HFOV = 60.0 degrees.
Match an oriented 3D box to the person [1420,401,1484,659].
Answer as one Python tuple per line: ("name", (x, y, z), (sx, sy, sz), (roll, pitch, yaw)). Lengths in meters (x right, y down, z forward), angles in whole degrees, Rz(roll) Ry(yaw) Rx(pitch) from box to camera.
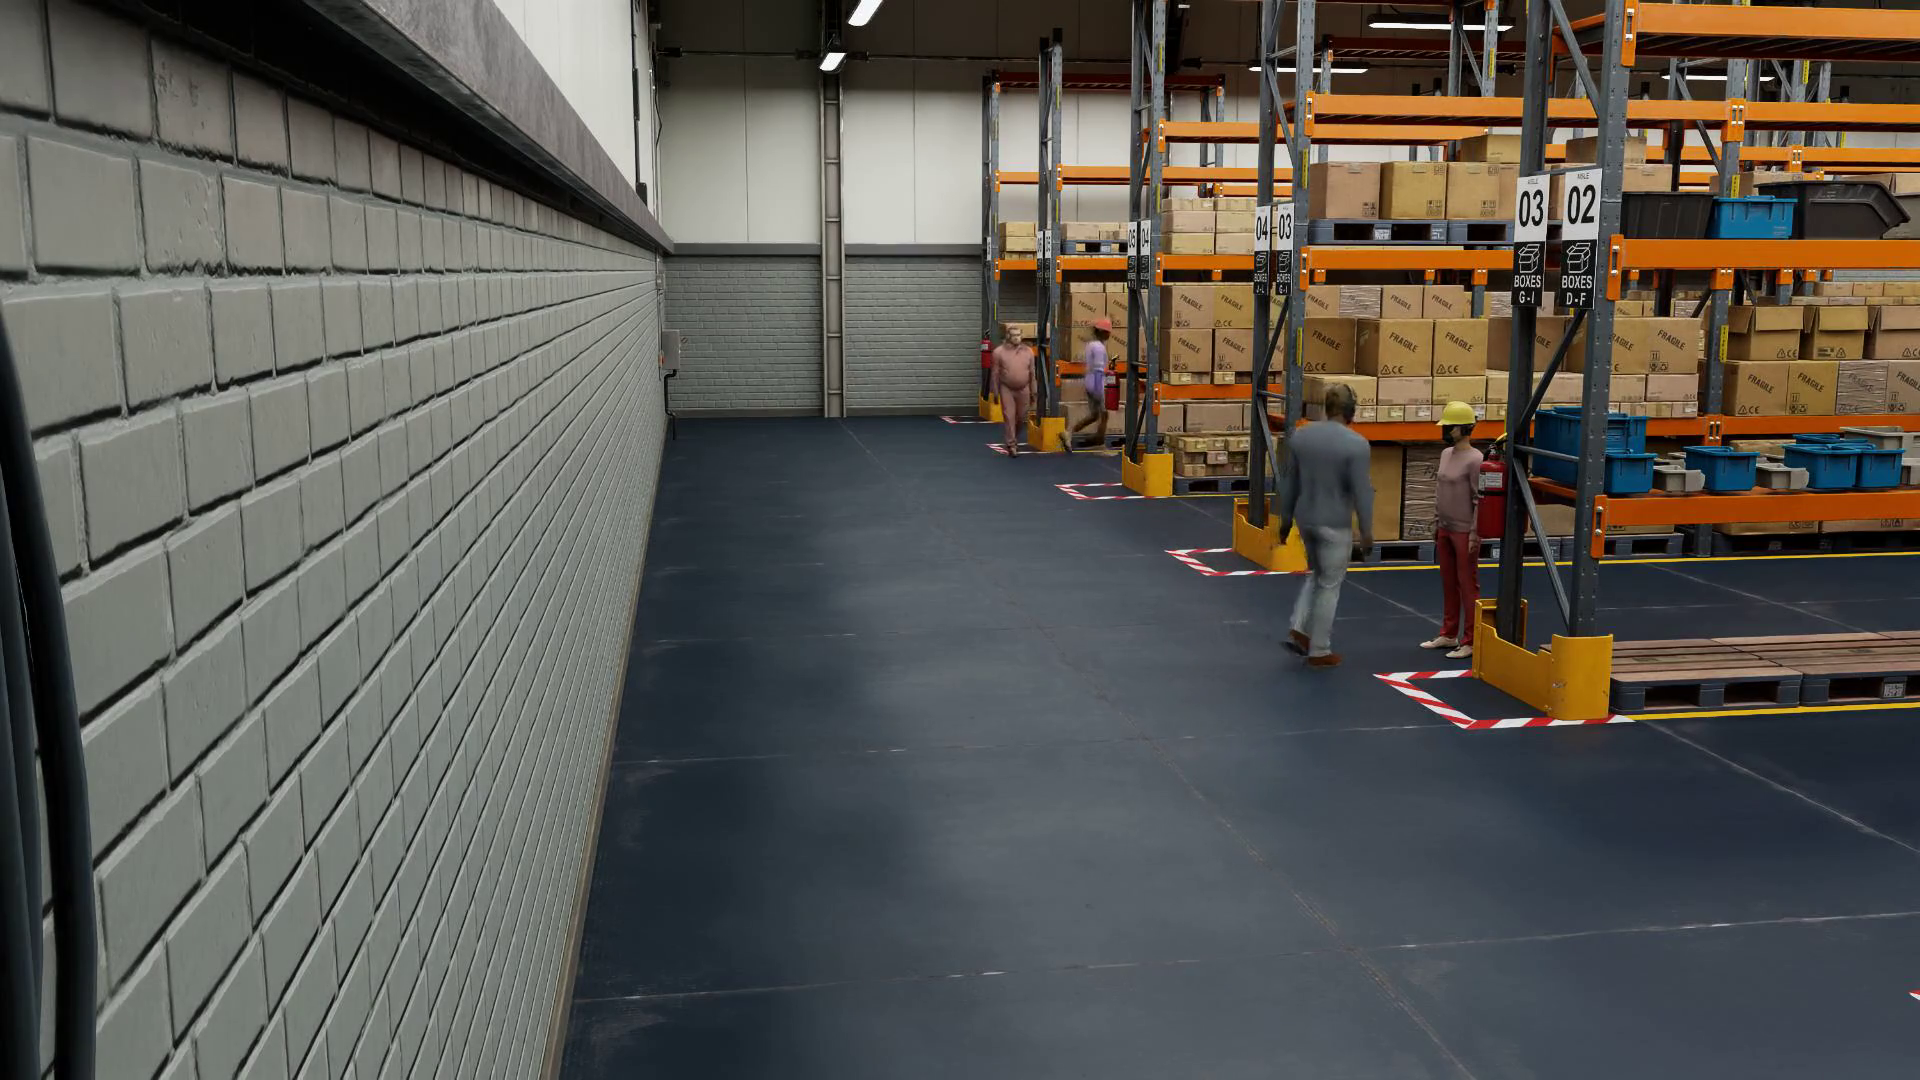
("person", (3.399, -0.069, 11.421), (0.328, 1.767, 0.532), (-2, 10, -14))

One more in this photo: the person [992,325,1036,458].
("person", (0.763, -2.134, 23.778), (0.649, 1.889, 0.616), (-2, 9, -14))

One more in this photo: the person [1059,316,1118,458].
("person", (1.841, -2.159, 23.528), (0.764, 2.019, 0.623), (-1, 9, -8))

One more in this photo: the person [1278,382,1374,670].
("person", (2.447, -0.089, 11.085), (0.457, 1.915, 0.692), (-7, 11, -35))
